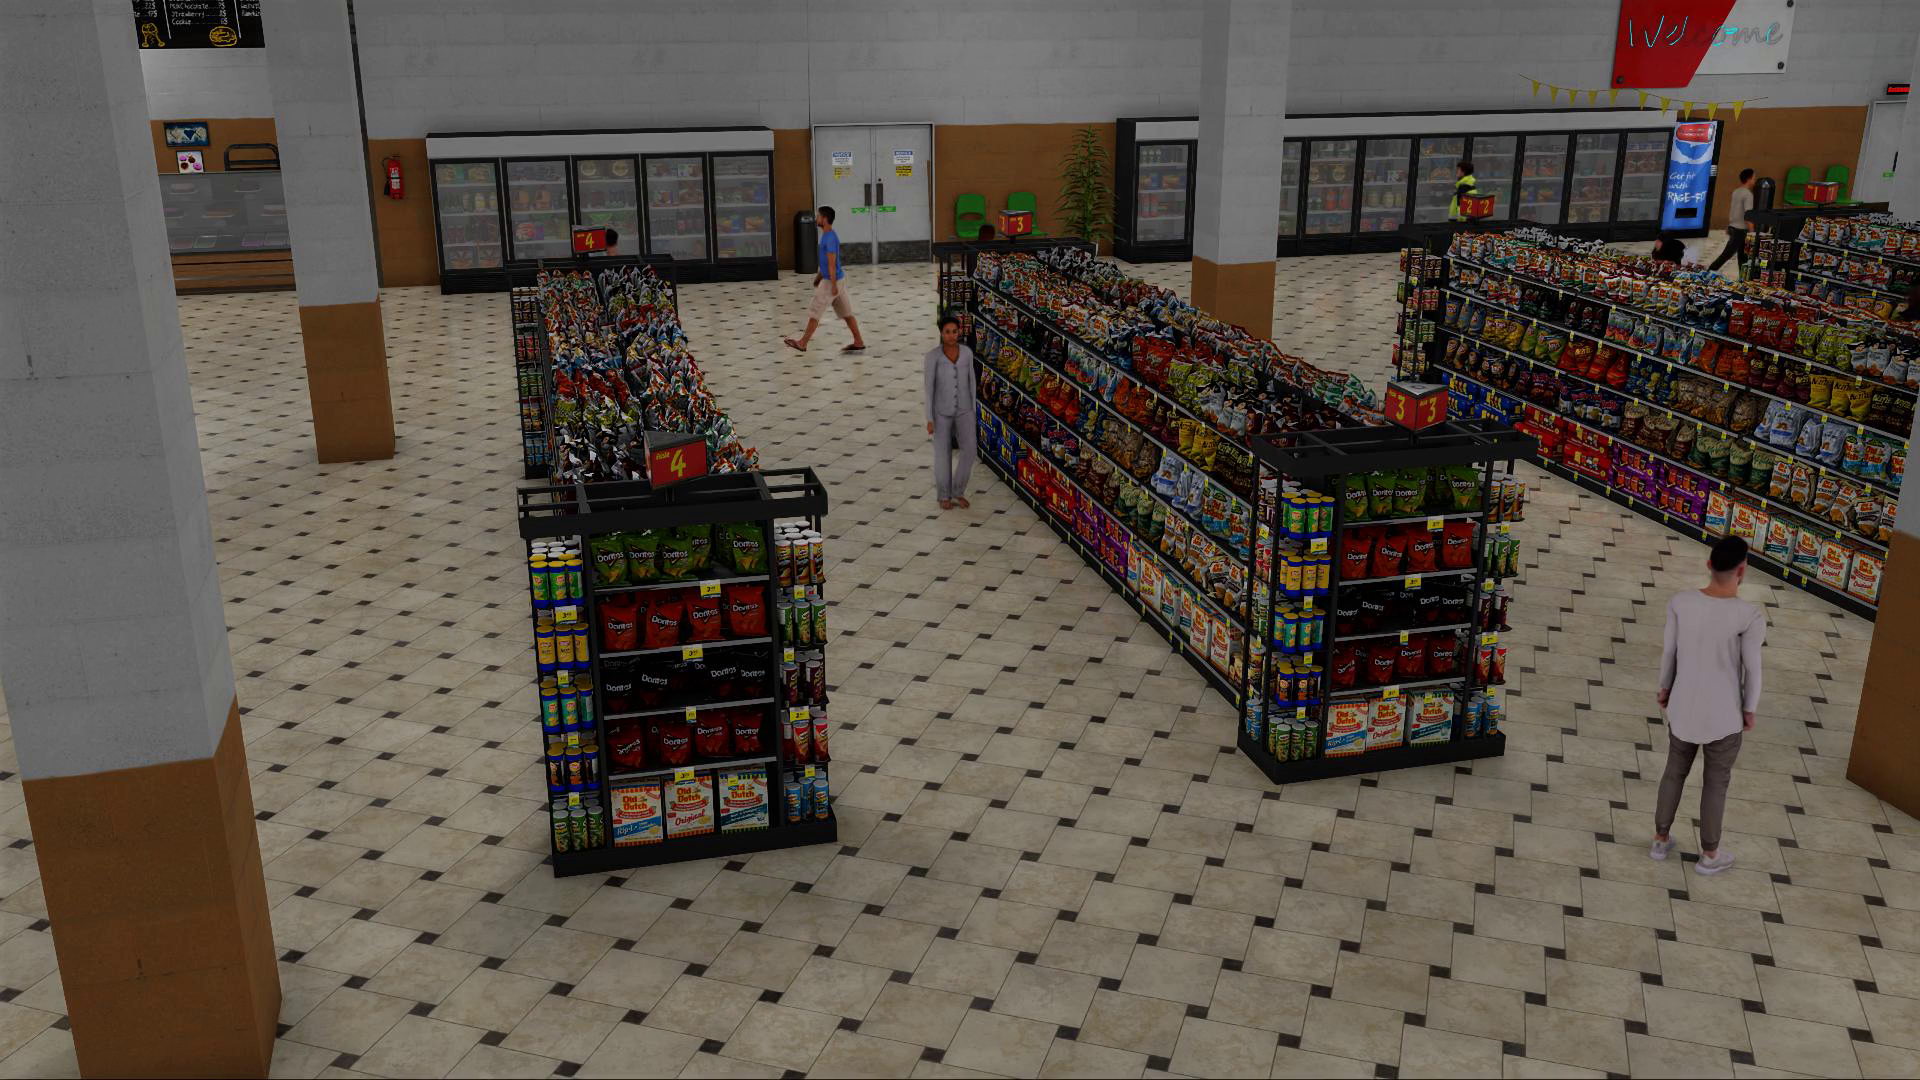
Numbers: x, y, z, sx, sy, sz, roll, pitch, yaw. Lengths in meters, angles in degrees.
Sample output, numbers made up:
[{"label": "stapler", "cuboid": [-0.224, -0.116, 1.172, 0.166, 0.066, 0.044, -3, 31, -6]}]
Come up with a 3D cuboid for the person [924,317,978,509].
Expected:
[{"label": "person", "cuboid": [-0.103, -1.142, 14.766, 0.641, 1.721, 0.610, -5, 19, -15]}]

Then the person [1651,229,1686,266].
[{"label": "person", "cuboid": [8.596, -2.925, 20.144, 0.779, 1.663, 0.649, -1, 19, -3]}]

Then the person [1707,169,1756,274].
[{"label": "person", "cuboid": [11.692, -4.678, 25.181, 0.973, 1.767, 1.179, 1, 19, 2]}]

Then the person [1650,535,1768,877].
[{"label": "person", "cuboid": [3.896, 0.854, 8.670, 0.811, 1.834, 0.683, -17, 25, -42]}]

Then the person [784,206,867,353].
[{"label": "person", "cuboid": [-1.504, -3.206, 20.738, 0.954, 1.816, 1.253, 1, 19, 2]}]

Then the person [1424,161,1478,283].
[{"label": "person", "cuboid": [7.512, -4.561, 24.579, 1.364, 1.930, 1.270, 12, 22, 32]}]
